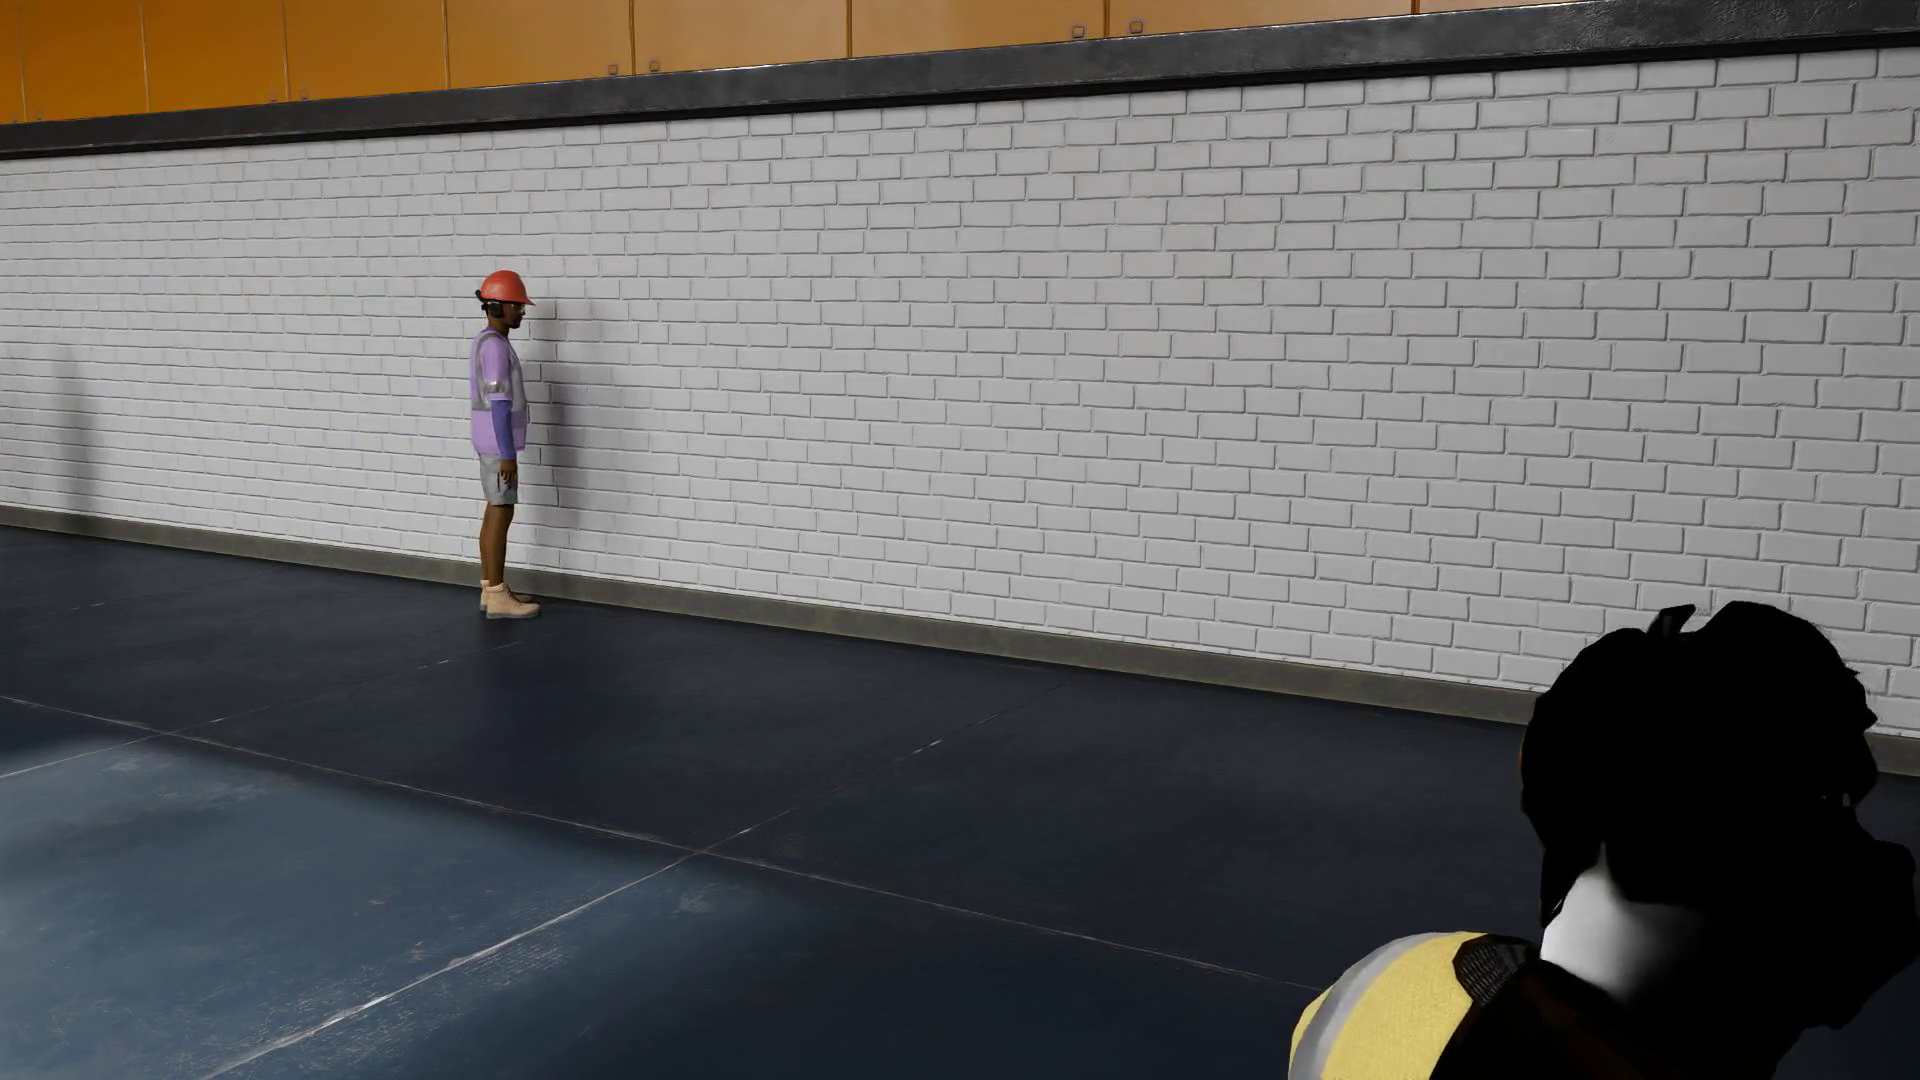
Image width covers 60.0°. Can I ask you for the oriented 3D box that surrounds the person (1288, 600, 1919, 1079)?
[{"bbox_3d":[0.435,0.938,1.088,0.430,1.843,0.625,-2,9,-15],"label":"person"}]

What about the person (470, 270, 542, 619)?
[{"bbox_3d":[-2.684,-0.562,9.828,0.392,2.039,0.612,-3,10,-21],"label":"person"}]
